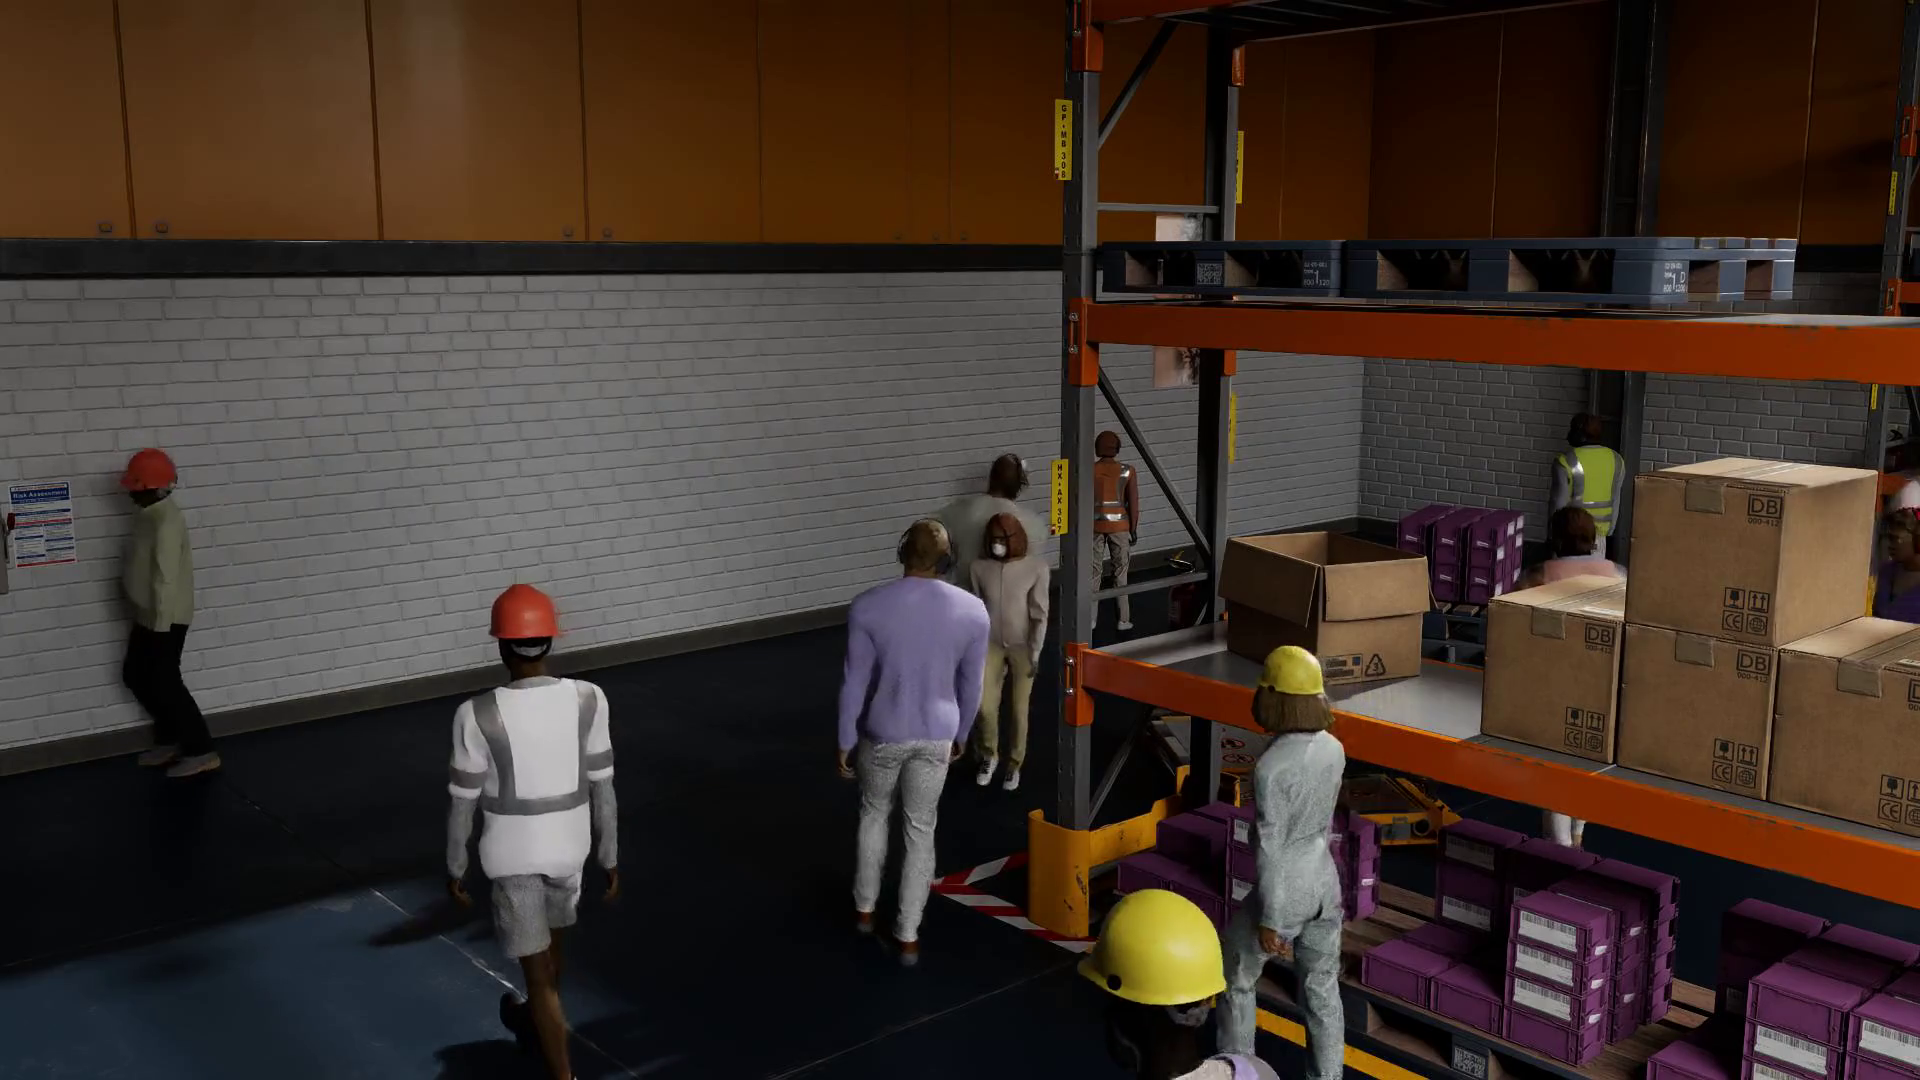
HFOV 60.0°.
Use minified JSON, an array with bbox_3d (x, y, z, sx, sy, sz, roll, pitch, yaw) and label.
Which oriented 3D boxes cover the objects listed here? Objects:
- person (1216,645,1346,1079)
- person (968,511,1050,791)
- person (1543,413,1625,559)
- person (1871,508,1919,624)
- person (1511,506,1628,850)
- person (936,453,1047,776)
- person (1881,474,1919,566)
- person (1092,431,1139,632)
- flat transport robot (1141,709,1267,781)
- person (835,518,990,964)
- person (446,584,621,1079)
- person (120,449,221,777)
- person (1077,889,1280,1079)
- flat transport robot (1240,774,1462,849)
[{"bbox_3d":[1.080,1.200,5.775,0.499,1.711,0.728,-8,13,-40],"label":"person"},{"bbox_3d":[0.268,0.636,9.405,0.497,1.613,0.398,3,10,15],"label":"person"},{"bbox_3d":[4.763,-0.057,12.794,0.633,1.843,0.429,-3,10,-19],"label":"person"},{"bbox_3d":[4.601,0.741,8.189,0.558,1.820,0.566,1,10,4],"label":"person"},{"bbox_3d":[3.009,0.724,8.308,0.644,1.807,0.852,1,10,7],"label":"person"},{"bbox_3d":[0.172,0.442,9.711,0.711,1.904,0.418,5,11,25],"label":"person"},{"bbox_3d":[6.204,0.310,10.522,0.658,1.878,0.707,-4,11,-23],"label":"person"},{"bbox_3d":[1.190,-0.068,13.450,0.511,1.640,0.309,2,10,14],"label":"person"},{"bbox_3d":[1.521,1.257,9.692,0.652,0.197,1.431,-1,10,-5],"label":"flat transport robot"},{"bbox_3d":[-0.224,0.848,7.320,0.669,1.904,0.759,-2,10,-10],"label":"person"},{"bbox_3d":[-1.544,1.091,5.946,0.567,1.881,0.978,-6,12,-33],"label":"person"},{"bbox_3d":[-4.610,0.433,9.626,0.444,1.953,0.700,-7,12,-35],"label":"person"},{"bbox_3d":[0.402,1.577,3.096,0.939,1.888,0.596,9,13,43],"label":"person"},{"bbox_3d":[1.894,1.426,8.704,1.431,0.197,0.652,-1,10,-5],"label":"flat transport robot"}]
